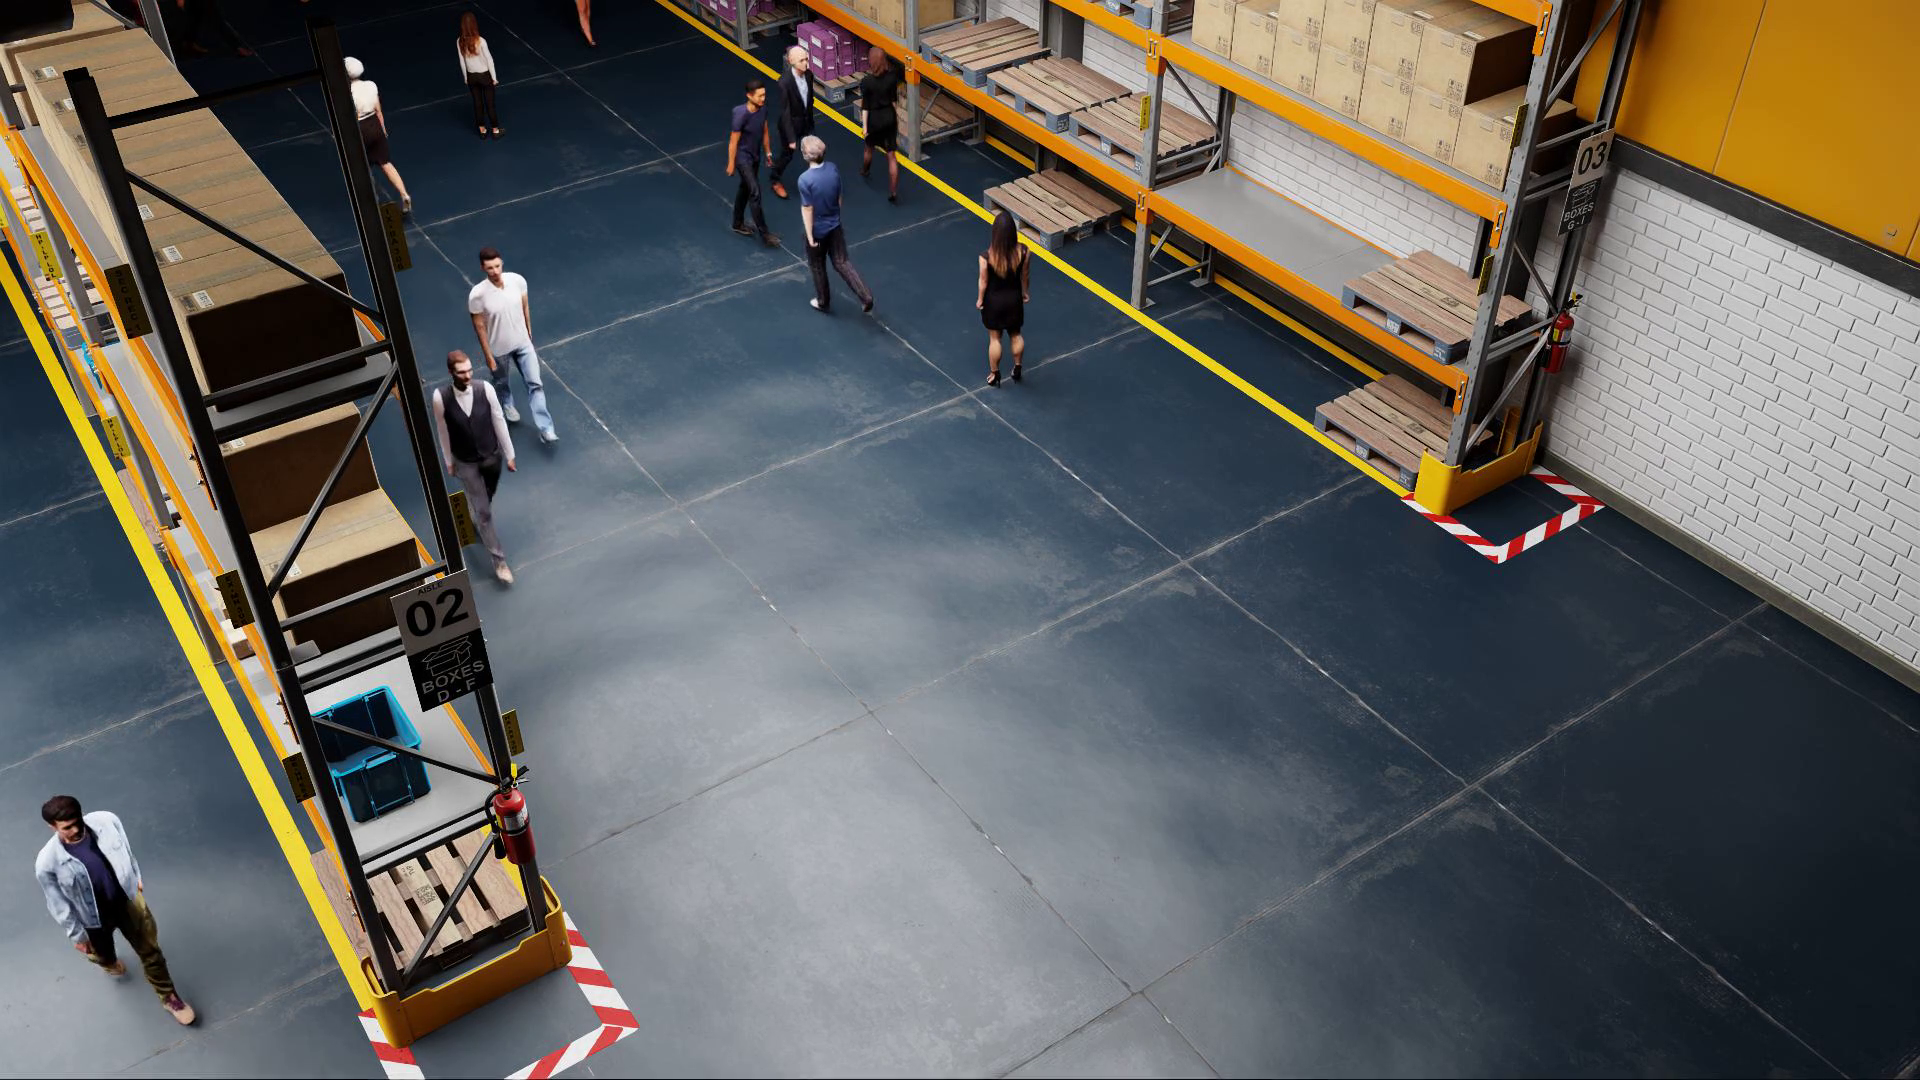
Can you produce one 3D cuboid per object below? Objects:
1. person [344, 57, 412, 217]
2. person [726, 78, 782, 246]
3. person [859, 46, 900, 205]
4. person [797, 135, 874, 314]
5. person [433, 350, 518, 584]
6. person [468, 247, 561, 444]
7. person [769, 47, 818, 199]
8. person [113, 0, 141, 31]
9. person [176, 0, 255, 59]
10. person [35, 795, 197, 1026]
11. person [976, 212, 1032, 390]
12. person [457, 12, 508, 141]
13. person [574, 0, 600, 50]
[{"bbox_3d":[-6.170,-4.208,17.539,1.140,1.725,0.859,25,45,28],"label":"person"},{"bbox_3d":[-2.261,-3.955,17.206,1.065,1.744,0.916,23,44,26],"label":"person"},{"bbox_3d":[-0.809,-4.407,17.836,0.744,1.665,1.099,-16,41,-19],"label":"person"},{"bbox_3d":[-1.234,-2.917,15.833,0.737,1.837,1.041,-26,46,-29],"label":"person"},{"bbox_3d":[-3.791,-0.698,13.004,0.787,1.899,1.287,-18,42,-21],"label":"person"},{"bbox_3d":[-3.941,-1.719,14.359,0.723,1.804,1.195,-21,43,-24],"label":"person"},{"bbox_3d":[-1.800,-4.423,17.774,0.764,1.767,1.216,-29,47,-31],"label":"person"},{"bbox_3d":[-9.849,-5.873,20.014,0.744,1.239,0.682,8,39,9],"label":"person"},{"bbox_3d":[-9.622,-6.887,20.797,1.439,1.845,1.363,5,39,6],"label":"person"},{"bbox_3d":[-4.989,2.082,9.616,1.206,1.783,0.921,25,45,28],"label":"person"},{"bbox_3d":[0.399,-2.145,14.961,0.722,1.718,0.699,-12,40,-14],"label":"person"},{"bbox_3d":[-5.534,-5.332,19.140,0.615,1.484,0.665,4,39,5],"label":"person"},{"bbox_3d":[-4.889,-7.206,21.346,0.594,1.658,0.889,-24,44,-27],"label":"person"}]
